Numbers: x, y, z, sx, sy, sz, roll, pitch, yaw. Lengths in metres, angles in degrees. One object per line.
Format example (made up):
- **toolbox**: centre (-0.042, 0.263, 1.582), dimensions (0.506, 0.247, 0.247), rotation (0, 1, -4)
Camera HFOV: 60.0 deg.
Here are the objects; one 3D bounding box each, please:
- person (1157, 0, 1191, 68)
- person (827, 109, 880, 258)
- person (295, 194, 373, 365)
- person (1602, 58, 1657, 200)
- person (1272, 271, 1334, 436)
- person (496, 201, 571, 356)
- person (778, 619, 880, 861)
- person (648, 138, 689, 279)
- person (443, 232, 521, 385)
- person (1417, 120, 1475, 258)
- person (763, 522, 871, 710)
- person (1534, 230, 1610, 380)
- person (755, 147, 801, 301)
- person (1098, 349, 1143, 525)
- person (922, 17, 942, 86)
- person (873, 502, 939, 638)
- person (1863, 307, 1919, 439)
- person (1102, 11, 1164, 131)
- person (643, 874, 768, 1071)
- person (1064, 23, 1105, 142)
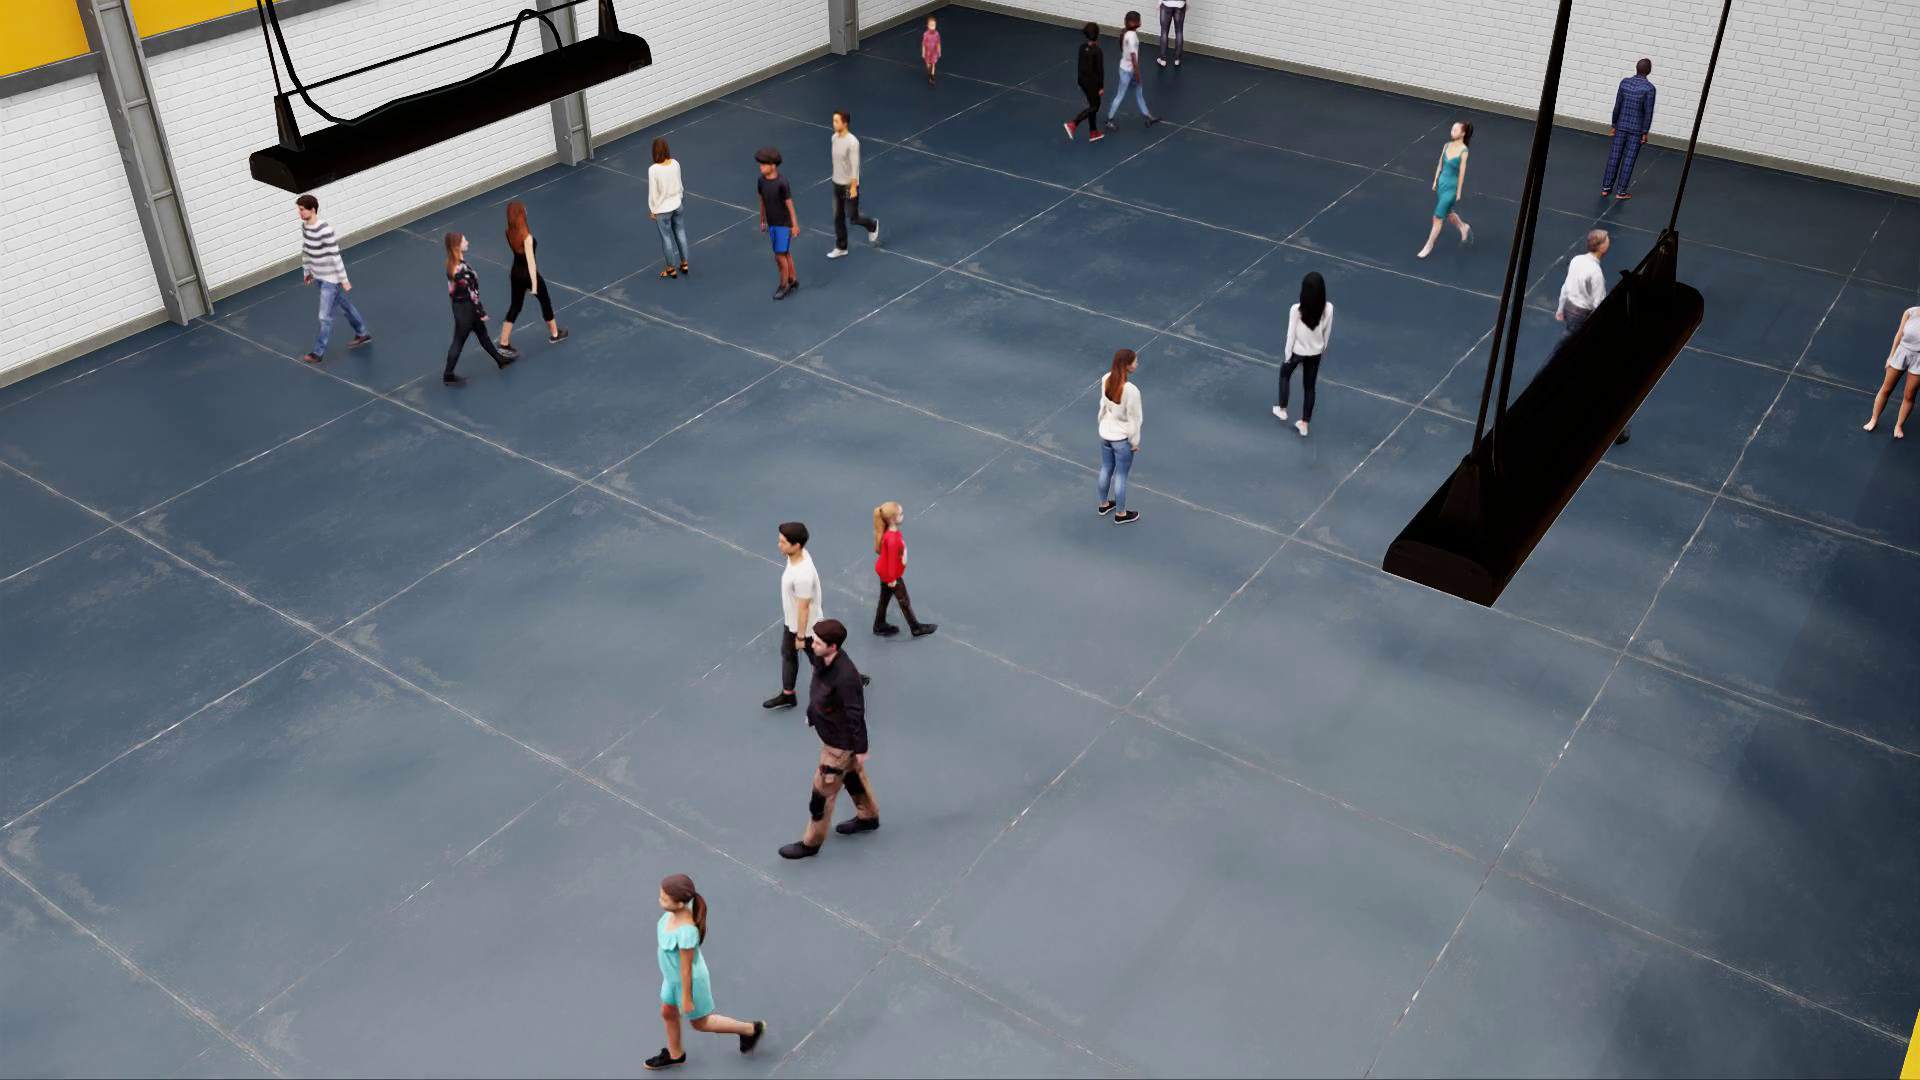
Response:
- **person**: centre (3.336, -8.354, 26.034), dimensions (0.780, 1.824, 0.822), rotation (-3, 34, -5)
- **person**: centre (-1.294, -4.284, 19.937), dimensions (1.040, 1.795, 0.773), rotation (-27, 42, -34)
- **person**: centre (-6.655, -2.820, 17.723), dimensions (0.767, 1.808, 1.167), rotation (26, 41, 33)
- **person**: centre (8.647, -5.322, 21.471), dimensions (0.673, 1.824, 0.723), rotation (-28, 43, -35)
- **person**: centre (3.410, -1.796, 16.294), dimensions (0.856, 1.684, 0.920), rotation (-4, 34, -6)
- **person**: centre (-4.713, -2.760, 17.735), dimensions (0.553, 1.694, 1.112), rotation (22, 39, 29)
- **person**: centre (-0.746, 1.325, 11.407), dimensions (1.172, 1.897, 1.039), rotation (-14, 36, -19)
- **person**: centre (-3.412, -3.881, 19.432), dimensions (0.712, 1.682, 0.524), rotation (28, 43, 35)
- **person**: centre (-5.194, -2.348, 17.171), dimensions (1.154, 1.632, 0.918), rotation (-16, 37, -23)
- **person**: centre (5.918, -4.203, 19.936), dimensions (1.090, 1.659, 0.894), rotation (-14, 36, -20)
- **person**: centre (-1.100, 0.597, 12.687), dimensions (1.164, 1.691, 1.042), rotation (-10, 35, -14)
- **person**: centre (6.214, -2.264, 16.926), dimensions (1.203, 1.764, 1.163), rotation (-5, 34, -7)
- **person**: centre (-1.999, -3.644, 19.000), dimensions (0.638, 1.766, 0.753), rotation (24, 40, 31)
- **person**: centre (1.427, -0.942, 14.999), dimensions (0.663, 1.694, 0.683), rotation (-22, 39, -30)
- **person**: centre (-0.443, -7.518, 25.503), dimensions (0.491, 1.019, 0.563), rotation (-9, 35, -13)
- **person**: centre (-0.611, 0.260, 13.577), dimensions (0.832, 1.267, 0.772), rotation (-5, 34, -7)
- **person**: centre (9.353, -1.782, 16.344), dimensions (0.558, 1.605, 0.547), rotation (20, 39, 27)
- **person**: centre (2.299, -6.600, 23.526), dimensions (1.007, 1.679, 1.122), rotation (3, 34, 5)
- **person**: centre (-1.547, 2.578, 9.846), dimensions (1.045, 1.537, 0.935), rotation (-8, 35, -12)
- **person**: centre (1.761, -6.306, 23.122), dimensions (1.021, 1.637, 0.804), rotation (-20, 38, -27)
